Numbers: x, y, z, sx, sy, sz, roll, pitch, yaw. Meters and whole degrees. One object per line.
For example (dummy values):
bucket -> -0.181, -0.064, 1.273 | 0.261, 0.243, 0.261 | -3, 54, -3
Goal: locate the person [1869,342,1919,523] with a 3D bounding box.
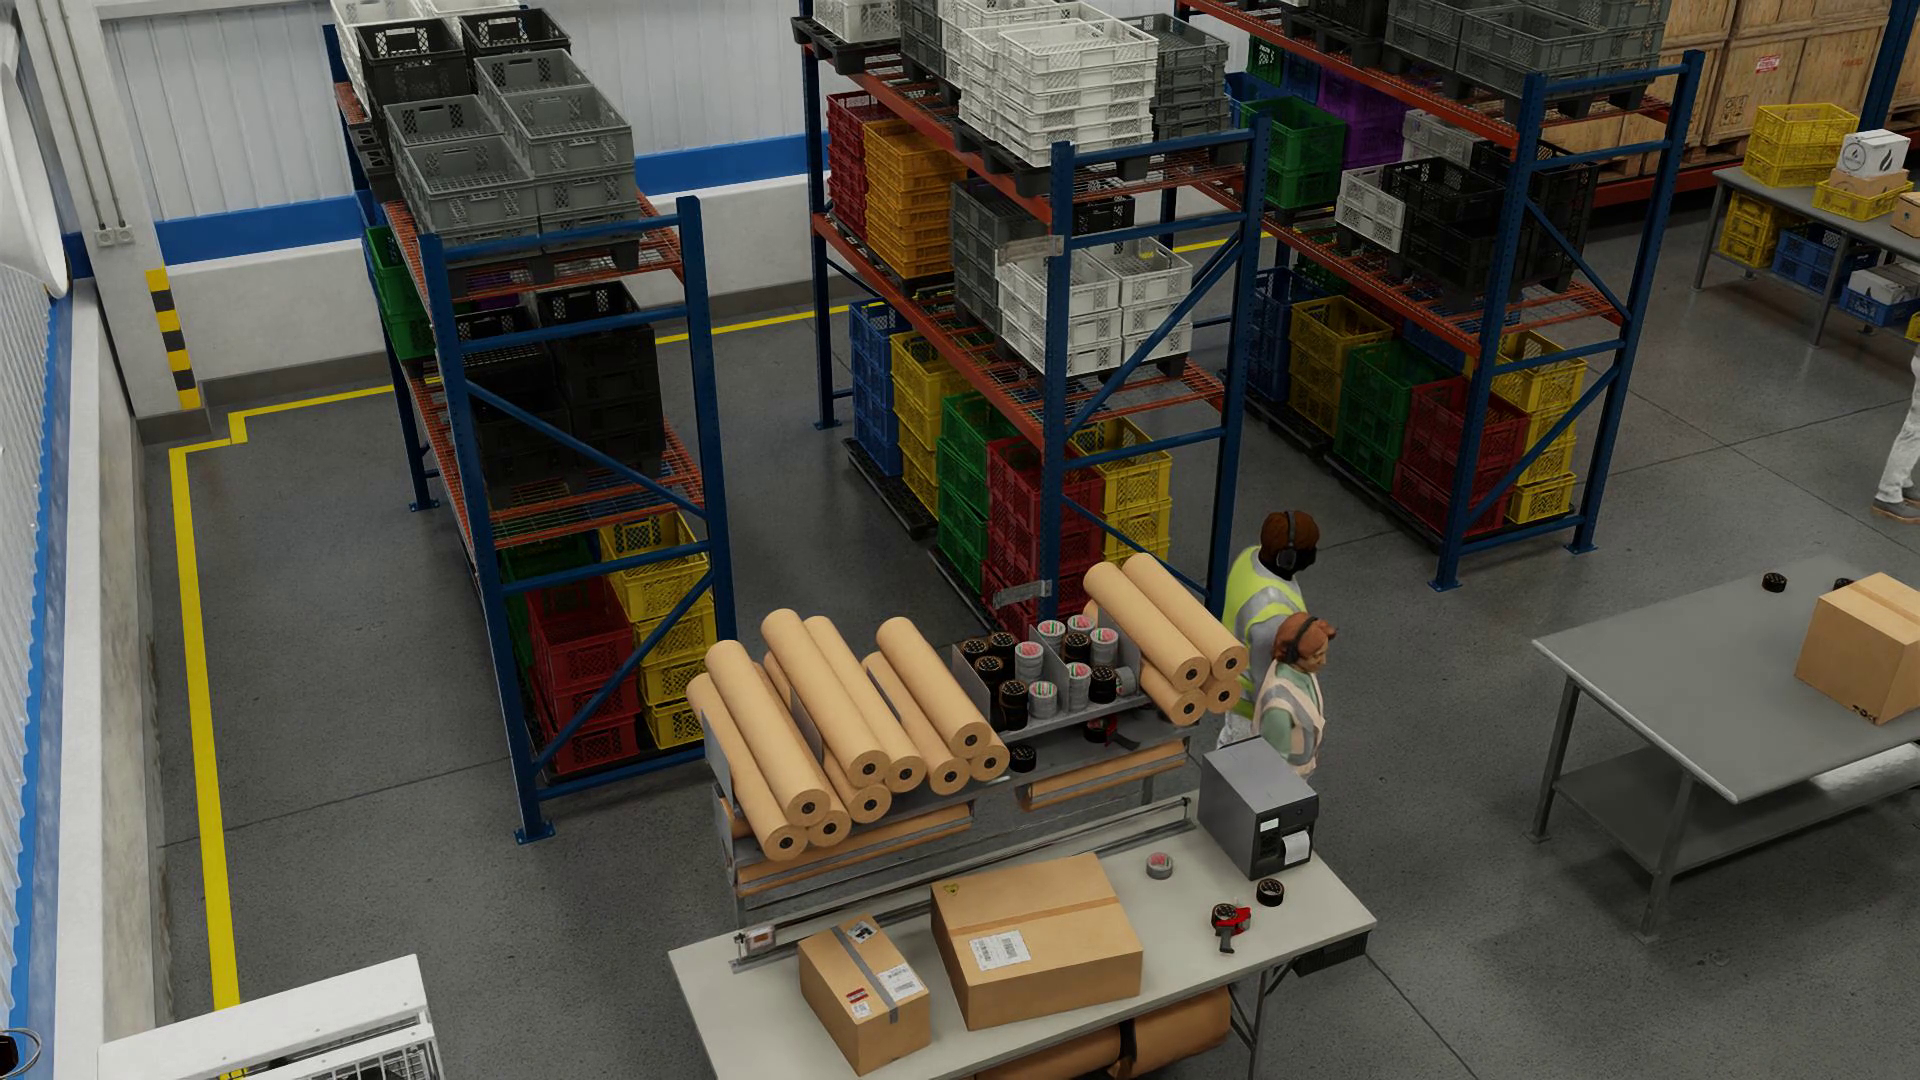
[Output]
person -> 5.952, -1.009, 10.070 | 0.360, 1.879, 0.579 | 20, 37, 29

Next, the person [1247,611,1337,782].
person -> 1.347, 1.005, 7.017 | 0.312, 1.638, 0.512 | 9, 33, 14

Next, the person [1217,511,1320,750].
person -> 1.343, 0.673, 7.377 | 0.430, 1.837, 0.629 | 0, 32, 1
